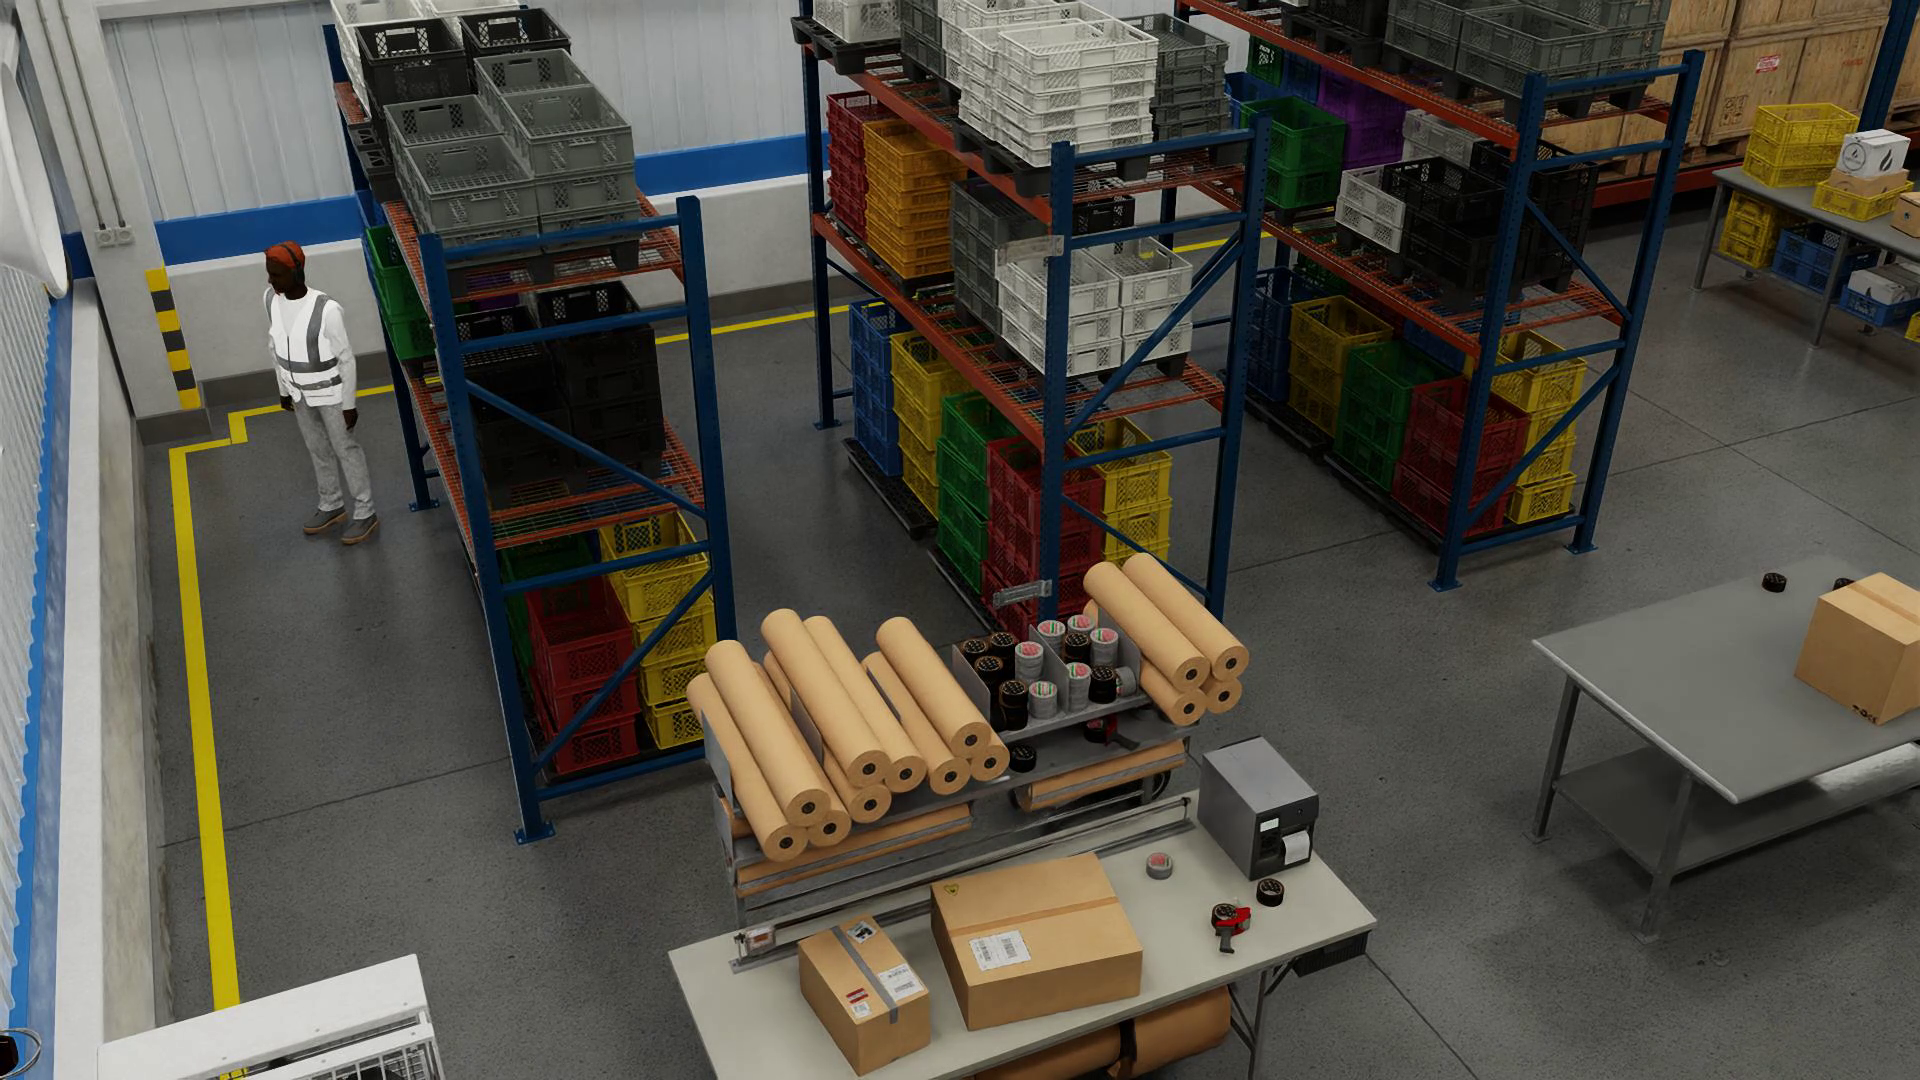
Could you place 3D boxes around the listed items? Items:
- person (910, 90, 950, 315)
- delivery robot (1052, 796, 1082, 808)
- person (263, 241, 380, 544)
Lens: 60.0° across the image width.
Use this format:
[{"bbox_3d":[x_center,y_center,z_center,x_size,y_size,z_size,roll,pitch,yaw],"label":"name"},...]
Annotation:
[{"bbox_3d":[-0.236,-2.408,12.277,0.372,1.940,0.631,-3,32,-4],"label":"person"},{"bbox_3d":[0.597,0.987,7.982,0.707,0.478,0.477,-20,37,-29],"label":"delivery robot"},{"bbox_3d":[-3.800,-0.865,9.822,0.584,1.882,0.345,14,34,21],"label":"person"}]
